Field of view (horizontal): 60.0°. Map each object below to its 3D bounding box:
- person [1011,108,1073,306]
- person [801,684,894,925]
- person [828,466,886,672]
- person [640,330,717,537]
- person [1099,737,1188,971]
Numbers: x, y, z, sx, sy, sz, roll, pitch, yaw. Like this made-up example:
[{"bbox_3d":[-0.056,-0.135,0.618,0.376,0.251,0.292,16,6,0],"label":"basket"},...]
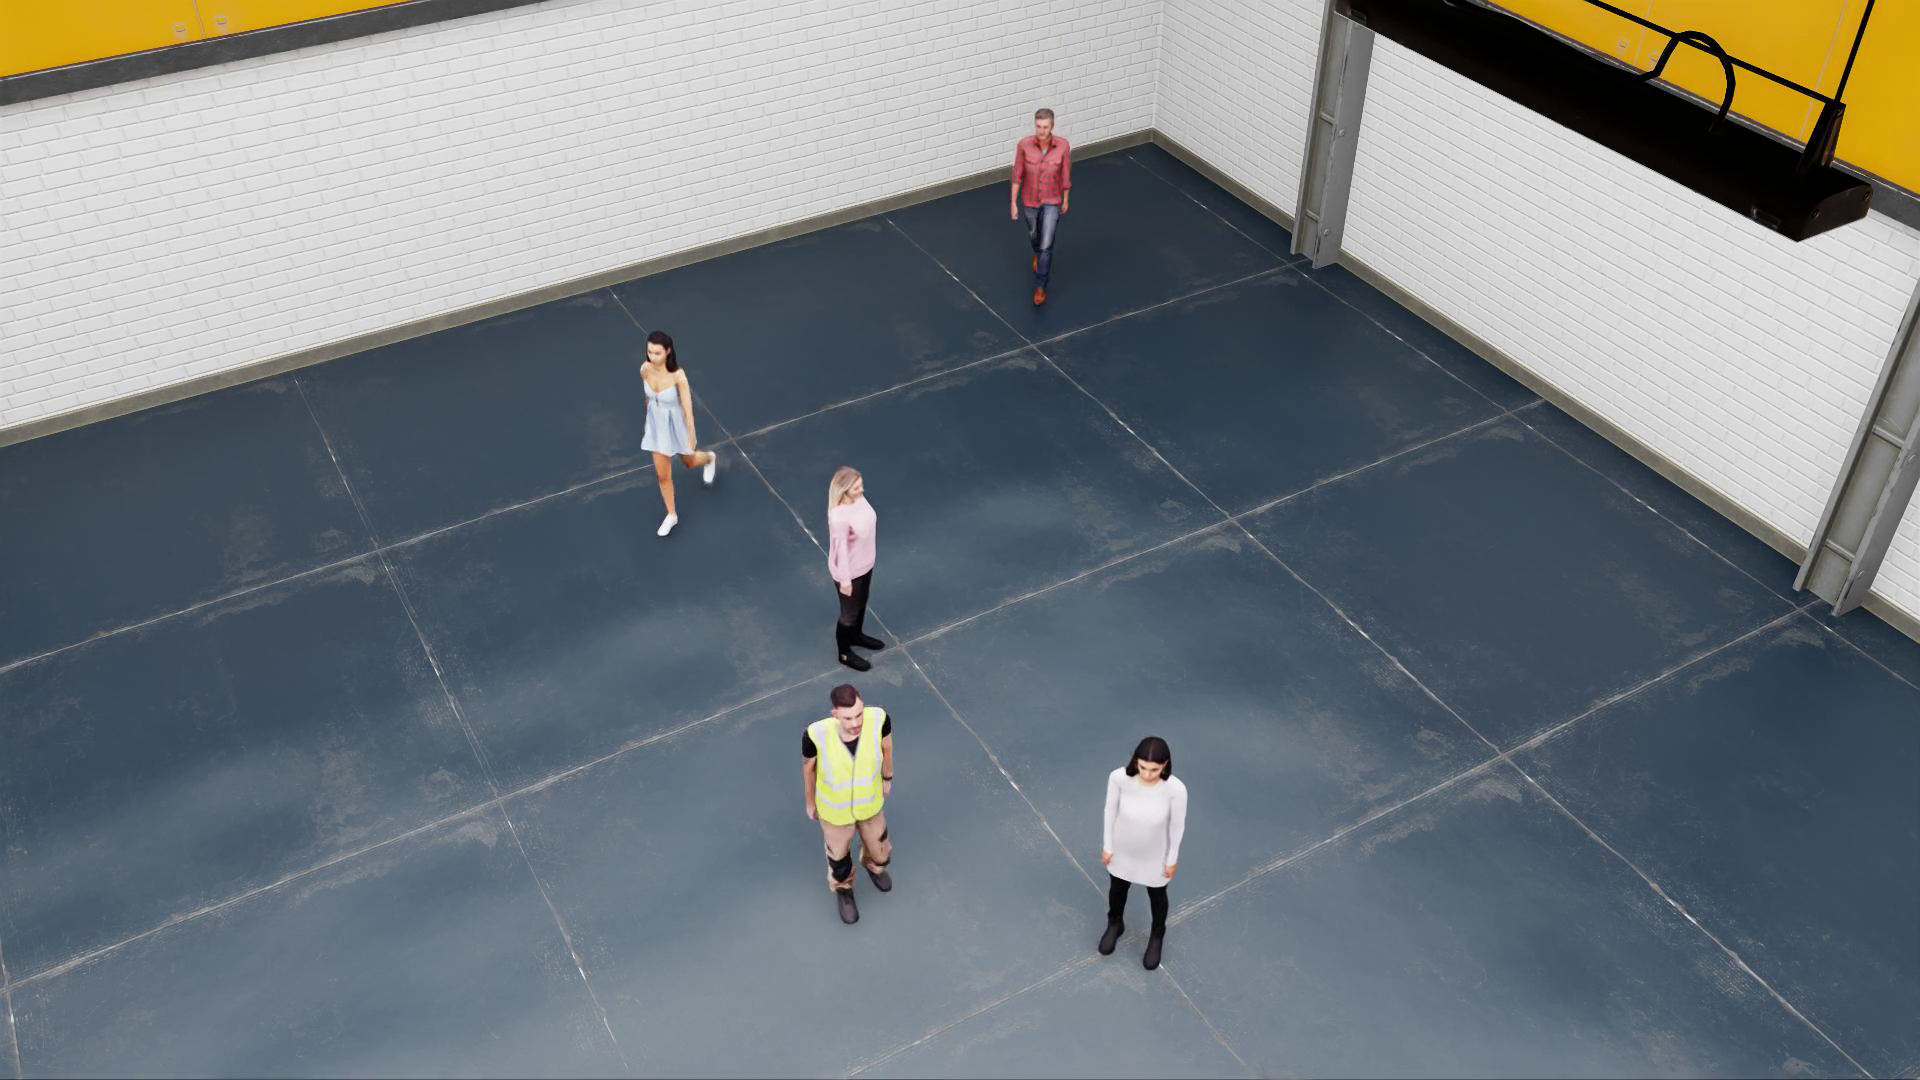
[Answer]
[{"bbox_3d":[0.771,-3.219,15.641,1.206,1.779,1.322,6,39,8],"label":"person"},{"bbox_3d":[-0.665,1.459,9.740,0.781,1.835,0.793,-10,40,-13],"label":"person"},{"bbox_3d":[-0.759,0.170,11.475,0.734,1.684,0.684,12,40,15],"label":"person"},{"bbox_3d":[-2.180,-0.909,12.808,1.058,1.707,1.060,13,40,16],"label":"person"},{"bbox_3d":[1.039,1.739,9.415,0.659,1.803,0.740,14,41,17],"label":"person"}]
